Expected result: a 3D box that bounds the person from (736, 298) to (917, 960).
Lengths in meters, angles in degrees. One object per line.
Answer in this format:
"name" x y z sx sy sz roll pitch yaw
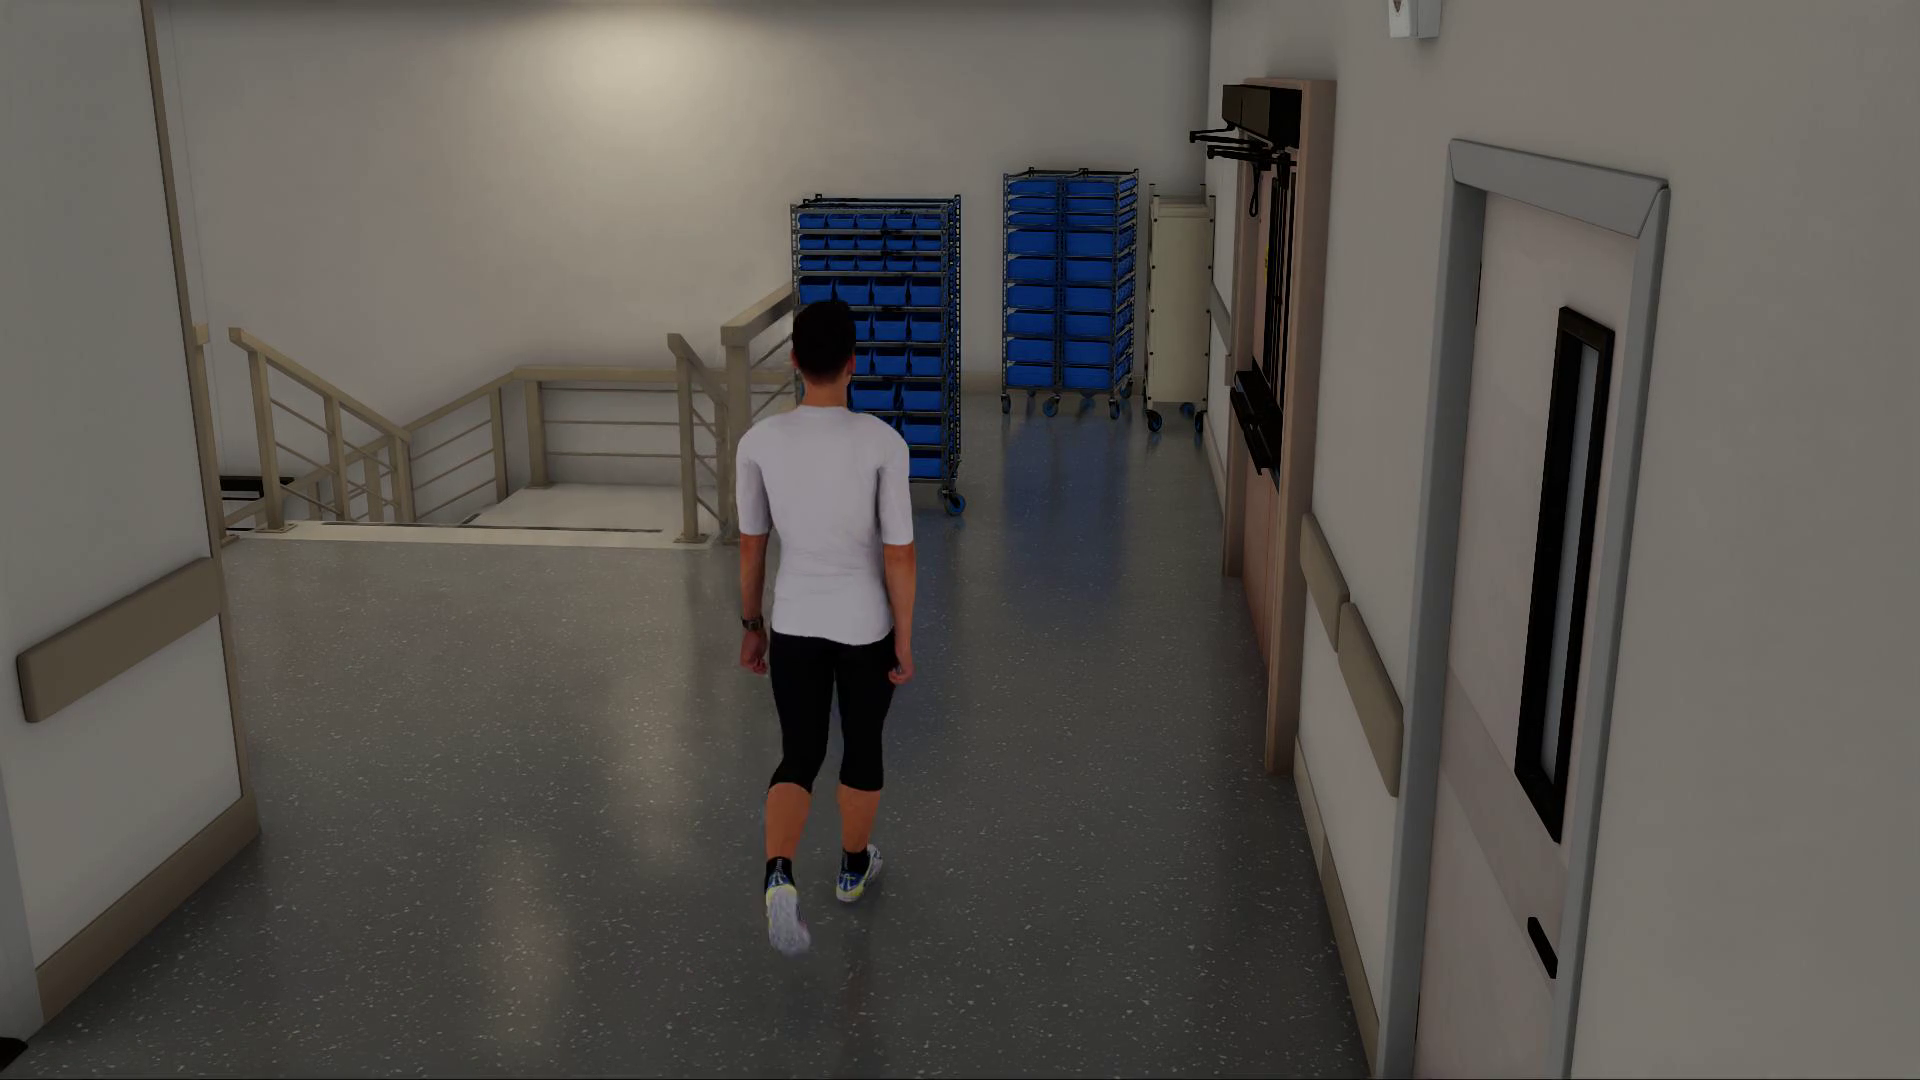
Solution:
"person" -0.384 0.269 4.664 0.714 1.829 1.085 3 16 9
